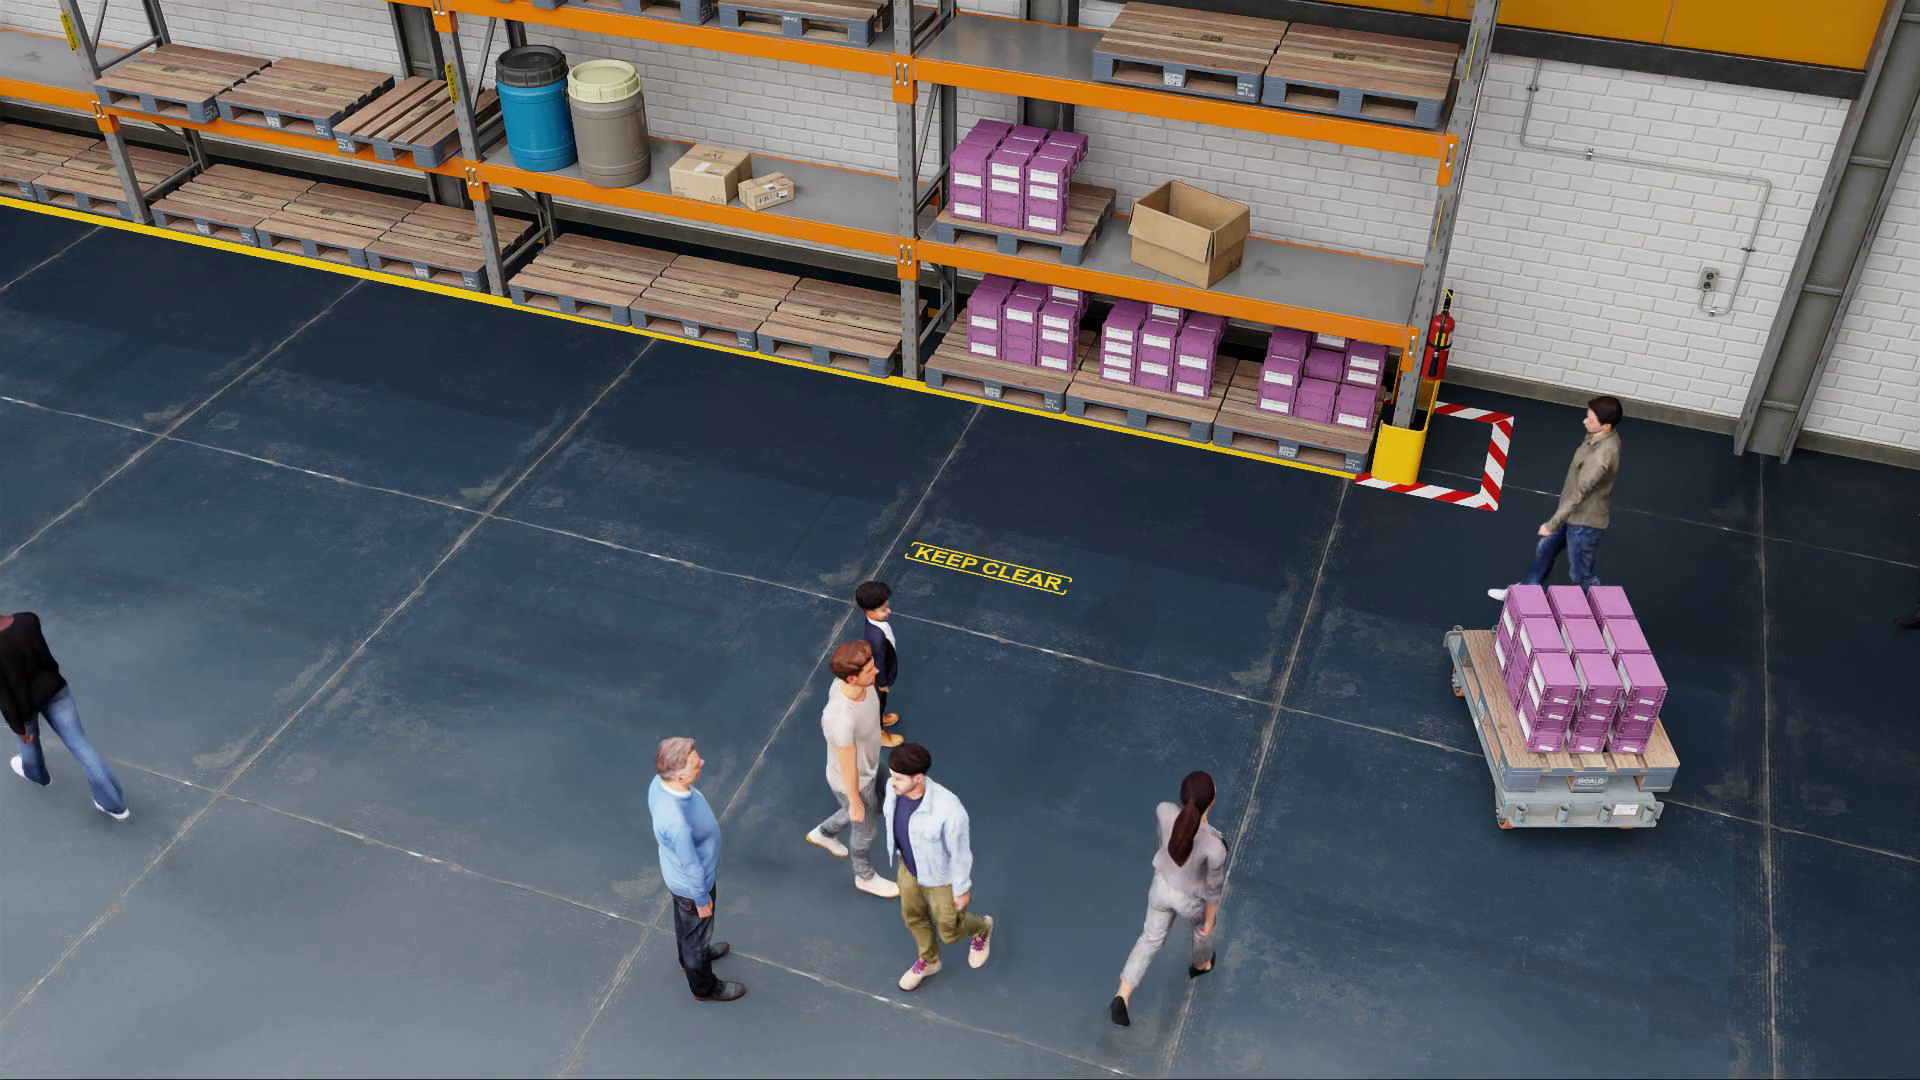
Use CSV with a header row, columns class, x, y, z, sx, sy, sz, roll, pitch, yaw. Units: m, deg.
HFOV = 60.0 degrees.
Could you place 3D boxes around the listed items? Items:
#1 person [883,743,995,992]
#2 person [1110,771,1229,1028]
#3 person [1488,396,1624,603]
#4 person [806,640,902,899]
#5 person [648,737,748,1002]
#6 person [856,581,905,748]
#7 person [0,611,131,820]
class,x,y,z,sx,sy,sz,roll,pitch,yaw
person,-0.096,1.688,8.702,0.913,1.792,0.931,26,45,28
person,1.083,1.880,8.581,1.109,1.641,0.949,31,48,33
person,4.177,-0.111,10.913,1.097,1.842,0.685,13,40,16
person,-0.642,1.266,9.154,0.884,1.886,0.745,7,39,9
person,-1.417,1.708,8.659,0.780,1.812,0.742,-12,40,-15
person,-0.516,0.761,10.319,0.599,1.221,0.575,-6,39,-7
person,-5.301,0.970,9.674,1.212,1.700,0.778,22,43,25
